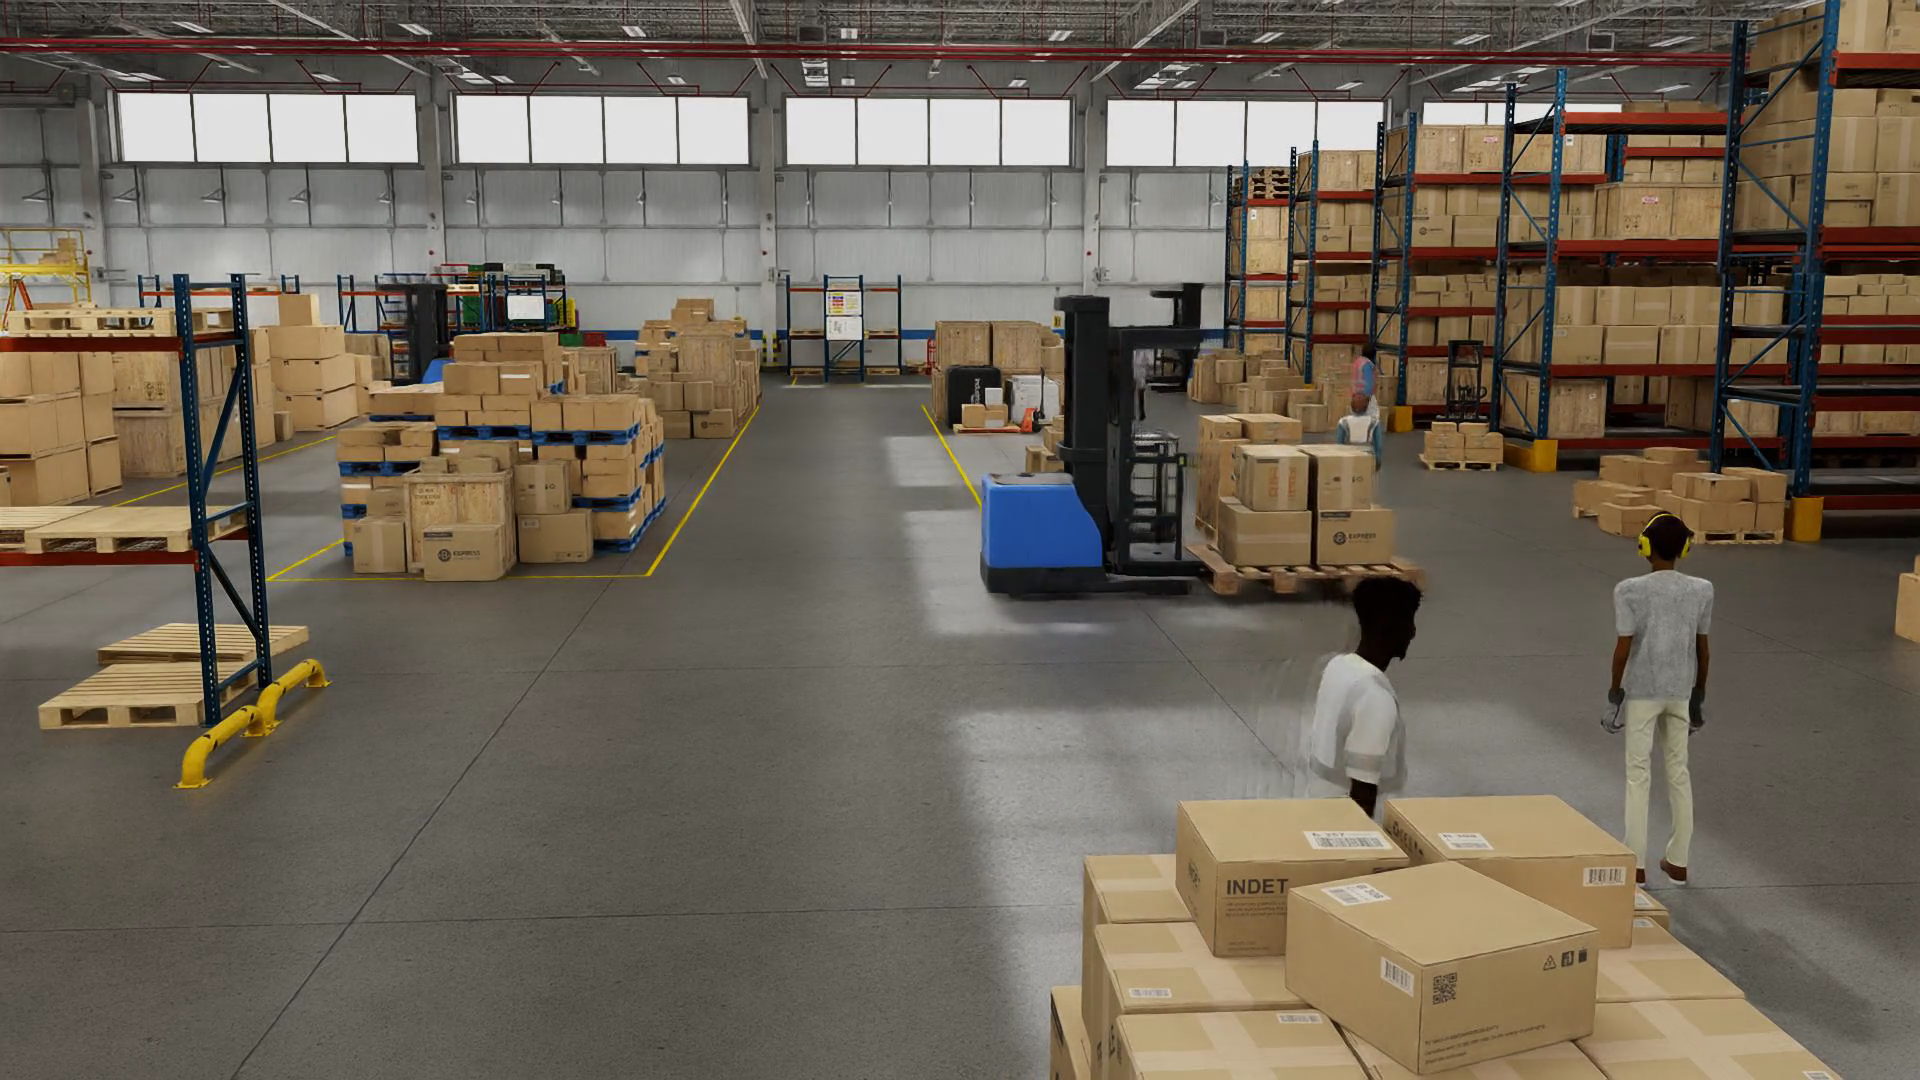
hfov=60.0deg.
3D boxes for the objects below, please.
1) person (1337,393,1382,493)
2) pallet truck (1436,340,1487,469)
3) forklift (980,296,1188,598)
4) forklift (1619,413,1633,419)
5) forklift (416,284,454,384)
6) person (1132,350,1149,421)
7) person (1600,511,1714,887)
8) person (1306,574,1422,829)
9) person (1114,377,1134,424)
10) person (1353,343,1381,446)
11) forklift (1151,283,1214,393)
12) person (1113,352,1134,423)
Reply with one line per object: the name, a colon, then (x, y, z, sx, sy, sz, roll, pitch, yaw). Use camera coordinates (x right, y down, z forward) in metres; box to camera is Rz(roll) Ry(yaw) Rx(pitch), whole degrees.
person: (4.746, -0.938, 19.831, 0.531, 1.618, 0.620, 3, 9, 17)
pallet truck: (8.004, -2.170, 26.422, 0.823, 1.965, 1.885, 2, 9, 14)
forklift: (1.161, -0.920, 15.805, 1.873, 2.768, 1.129, -1, 9, -4)
forklift: (13.358, -4.014, 35.233, 1.129, 2.768, 1.873, -1, 9, -4)
forklift: (-12.108, -4.521, 38.419, 1.873, 2.768, 1.129, 2, 9, 11)
person: (3.678, -3.436, 34.743, 0.555, 1.877, 1.007, 0, 9, -1)
person: (3.441, 0.788, 8.244, 0.514, 1.872, 0.332, 0, 9, -2)
person: (1.451, 1.065, 6.369, 0.992, 1.928, 0.615, -1, 9, -8)
person: (2.665, -2.237, 27.778, 0.542, 1.695, 0.316, -5, 11, -31)
person: (7.181, -2.554, 29.355, 0.481, 1.827, 0.658, -1, 9, -4)
forklift: (5.934, -5.174, 42.519, 1.873, 2.768, 1.129, -1, 9, -4)
person: (2.427, -2.129, 26.170, 0.612, 1.994, 0.394, -1, 9, -7)
